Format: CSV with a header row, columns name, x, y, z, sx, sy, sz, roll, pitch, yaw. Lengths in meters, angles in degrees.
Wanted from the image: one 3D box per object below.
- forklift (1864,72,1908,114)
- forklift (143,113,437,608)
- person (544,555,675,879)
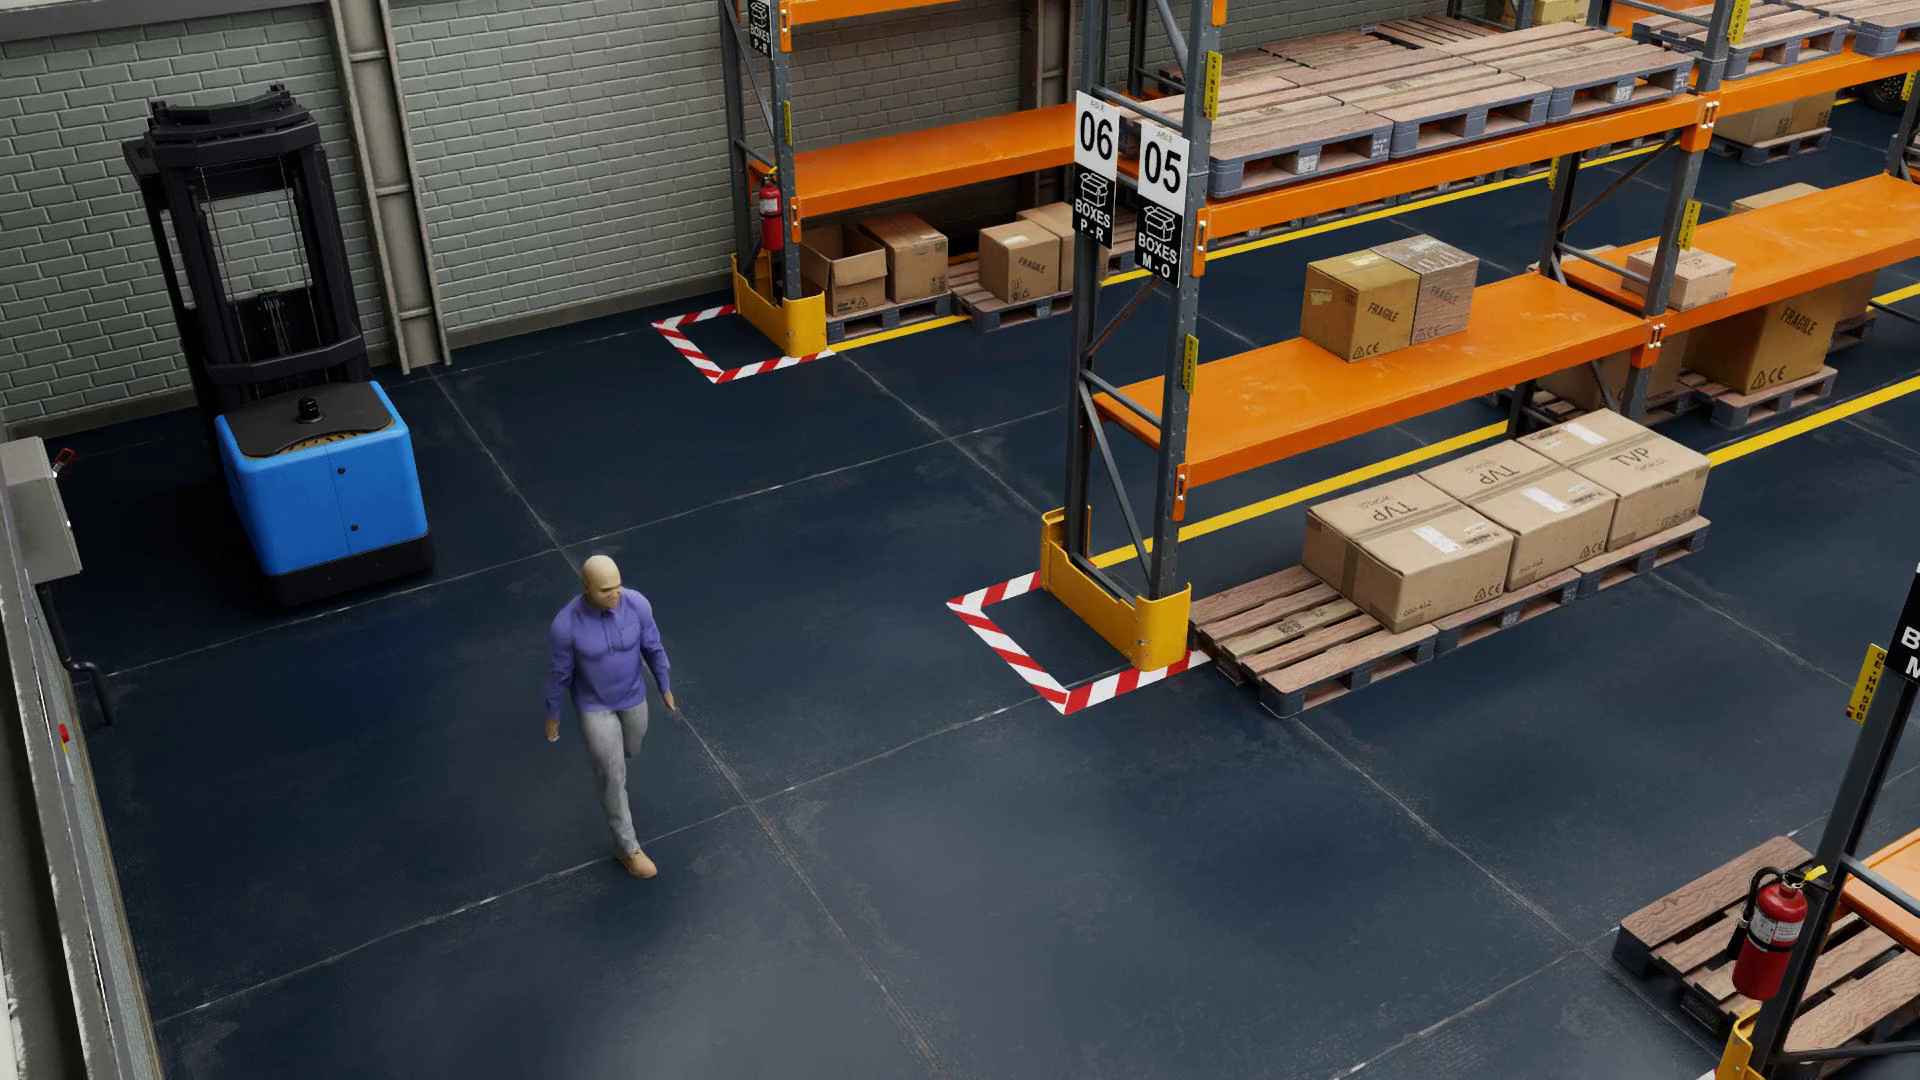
name,x,y,z,sx,sy,sz,roll,pitch,yaw
forklift,11.468,-5.645,18.244,1.214,2.155,2.313,-17,36,-26
forklift,-4.289,-1.259,10.509,1.129,2.768,1.873,-17,36,-26
person,-1.775,0.763,8.298,0.647,1.759,0.859,-18,36,-26
